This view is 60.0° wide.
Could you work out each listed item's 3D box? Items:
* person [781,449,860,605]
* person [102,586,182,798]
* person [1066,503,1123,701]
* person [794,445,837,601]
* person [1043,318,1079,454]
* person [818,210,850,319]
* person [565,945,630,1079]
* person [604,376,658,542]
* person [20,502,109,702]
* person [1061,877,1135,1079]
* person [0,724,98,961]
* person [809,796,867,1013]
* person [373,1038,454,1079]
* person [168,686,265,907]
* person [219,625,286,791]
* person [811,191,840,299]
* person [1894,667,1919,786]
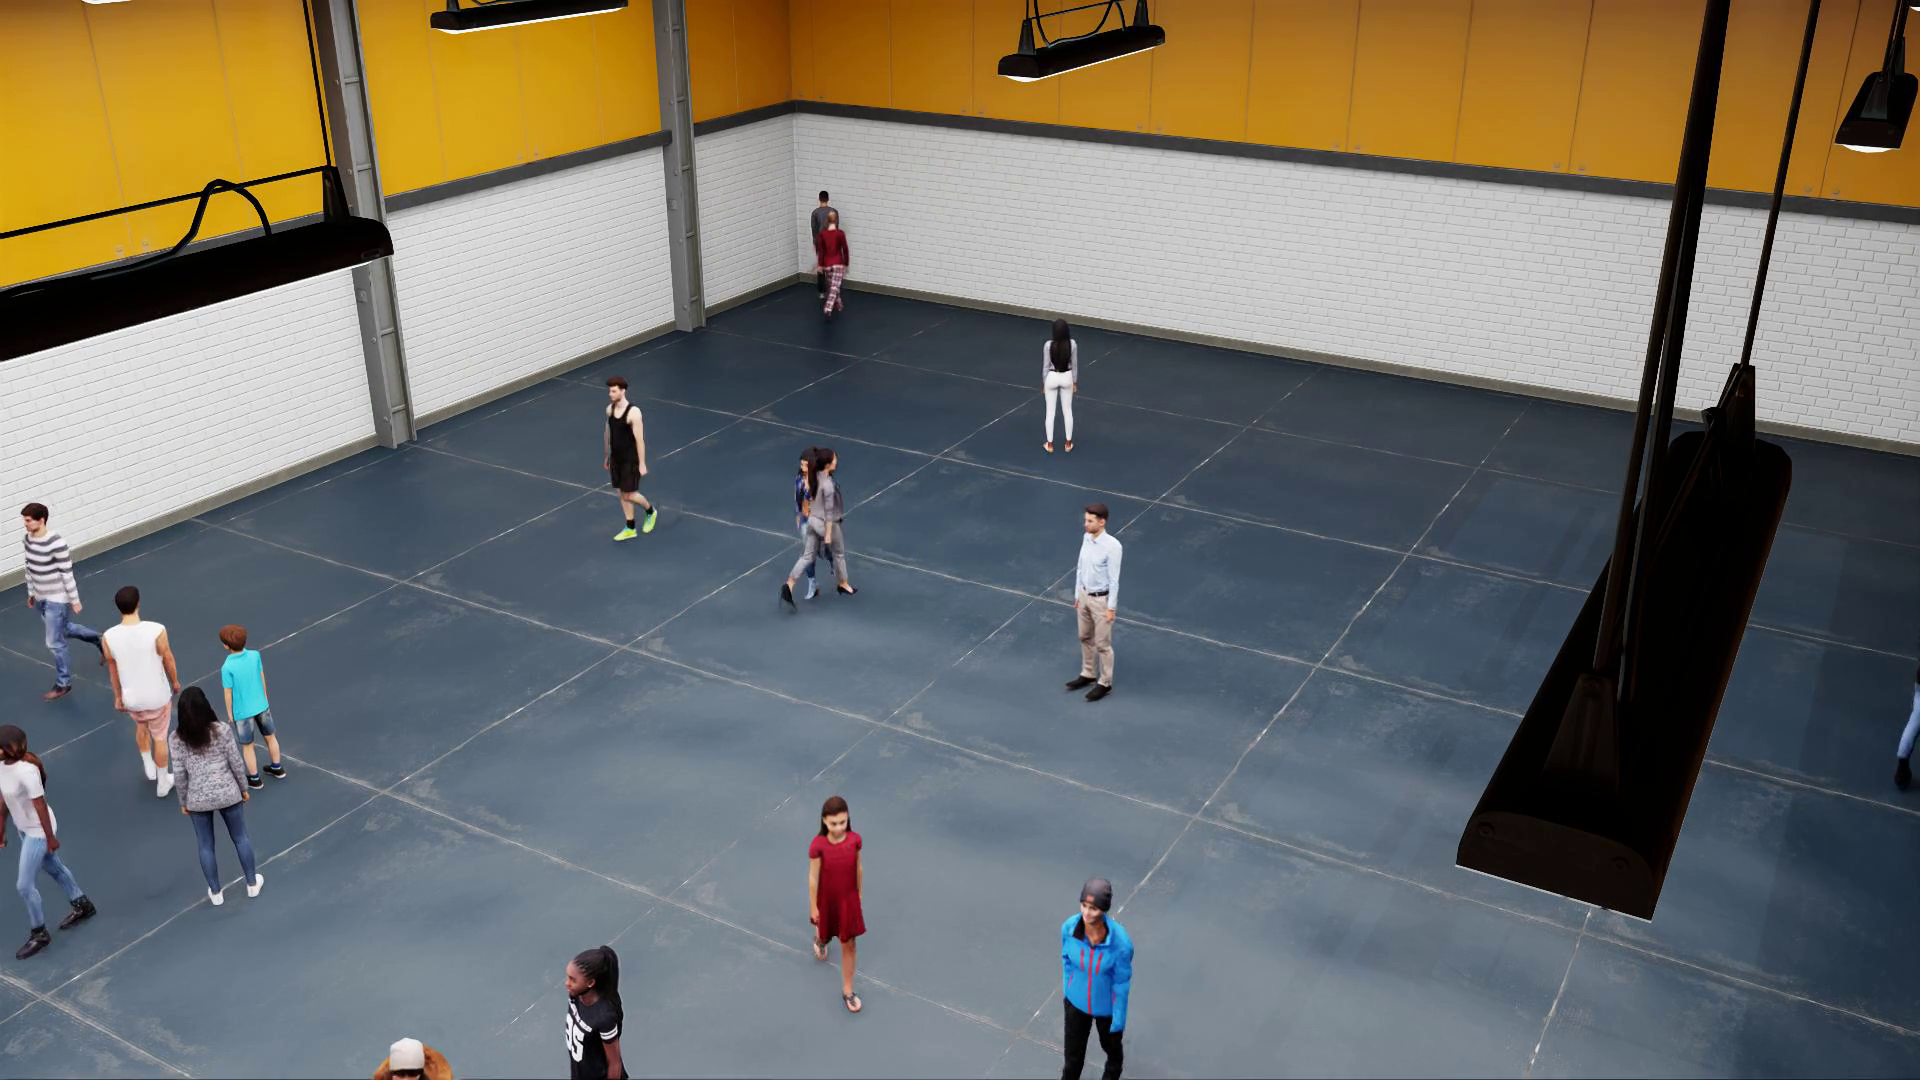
[{"bbox_3d":[-1.452,-0.086,16.635,1.199,1.638,0.939,-16,29,-33],"label":"person"},{"bbox_3d":[-6.570,1.270,13.375,0.808,1.764,0.874,-4,24,-8],"label":"person"},{"bbox_3d":[1.241,0.528,14.971,0.734,1.845,0.736,-18,29,-35],"label":"person"},{"bbox_3d":[-1.439,-0.193,16.917,0.679,1.608,0.840,9,25,21],"label":"person"},{"bbox_3d":[1.242,-1.946,20.779,0.674,1.725,0.701,-2,24,-4],"label":"person"},{"bbox_3d":[-2.015,-4.328,26.299,0.794,1.669,1.107,6,24,13],"label":"person"},{"bbox_3d":[-2.045,3.041,9.366,0.678,1.729,0.687,-19,30,-37],"label":"person"},{"bbox_3d":[-3.607,-0.918,18.232,0.748,1.882,0.814,18,29,35],"label":"person"},{"bbox_3d":[-8.139,0.485,15.098,0.639,1.821,1.083,13,27,26],"label":"person"},{"bbox_3d":[0.856,2.766,9.972,0.623,1.748,1.124,13,27,27],"label":"person"},{"bbox_3d":[-6.433,2.030,11.716,0.665,1.700,0.891,20,30,37],"label":"person"},{"bbox_3d":[-0.845,2.356,11.178,0.951,1.533,0.963,-8,25,-18],"label":"person"},{"bbox_3d":[-2.902,3.282,8.952,0.789,1.620,0.834,5,24,11],"label":"person"},{"bbox_3d":[-5.440,1.849,12.092,0.663,1.731,0.756,-10,25,-21],"label":"person"},{"bbox_3d":[-5.805,1.344,13.597,0.581,1.451,0.438,14,27,30],"label":"person"},{"bbox_3d":[-2.204,-4.884,27.456,0.695,1.761,0.718,-2,24,-4],"label":"person"},{"bbox_3d":[7.925,1.259,13.527,1.150,1.661,0.847,-19,30,-37],"label":"person"}]
